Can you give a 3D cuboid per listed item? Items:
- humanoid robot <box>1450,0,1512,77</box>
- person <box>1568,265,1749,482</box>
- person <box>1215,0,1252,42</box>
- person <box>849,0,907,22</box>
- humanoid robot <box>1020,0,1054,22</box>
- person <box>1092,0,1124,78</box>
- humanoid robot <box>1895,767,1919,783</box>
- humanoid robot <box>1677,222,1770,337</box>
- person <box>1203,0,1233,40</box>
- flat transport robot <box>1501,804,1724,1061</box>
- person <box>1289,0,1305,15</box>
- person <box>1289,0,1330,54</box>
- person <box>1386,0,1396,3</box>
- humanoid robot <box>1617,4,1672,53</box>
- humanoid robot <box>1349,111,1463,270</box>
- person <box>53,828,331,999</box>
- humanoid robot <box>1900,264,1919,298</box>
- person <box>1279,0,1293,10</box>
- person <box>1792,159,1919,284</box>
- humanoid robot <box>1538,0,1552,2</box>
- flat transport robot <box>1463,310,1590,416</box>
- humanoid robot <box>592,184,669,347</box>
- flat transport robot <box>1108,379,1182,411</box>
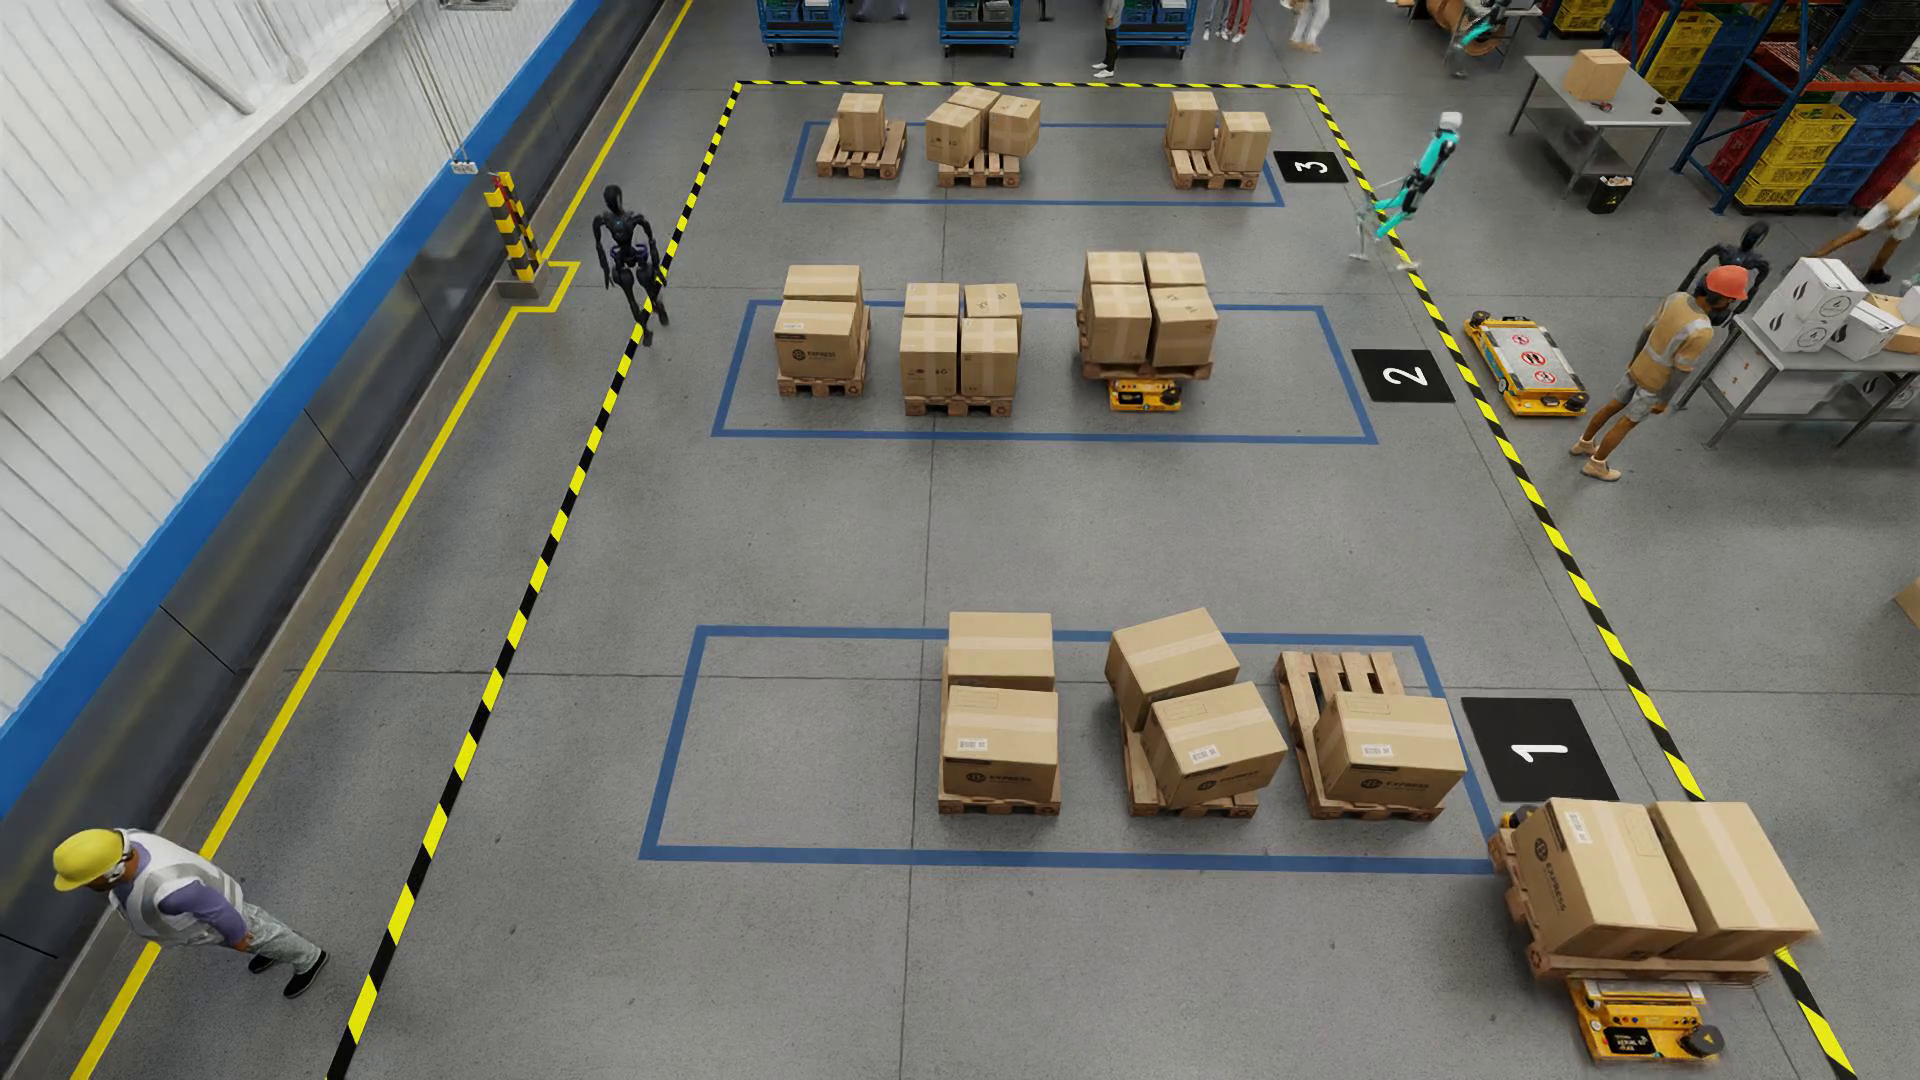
[{"bbox_3d":[7.385,-7.433,13.061,0.739,1.889,0.549,1,49,1],"label":"humanoid robot"},{"bbox_3d":[5.717,-1.352,7.532,0.370,2.040,0.615,4,49,3],"label":"person"},{"bbox_3d":[4.362,-8.673,13.948,0.380,1.919,0.596,-30,56,-24],"label":"person"},{"bbox_3d":[-1.316,-9.117,14.465,0.940,1.709,0.545,3,49,3],"label":"person"},{"bbox_3d":[1.152,-9.149,14.555,0.742,1.653,0.600,0,49,0],"label":"humanoid robot"},{"bbox_3d":[2.136,-7.597,13.065,0.396,1.848,0.587,3,49,3],"label":"person"},{"bbox_3d":[6.547,1.192,5.599,0.538,1.886,0.729,15,51,12],"label":"humanoid robot"},{"bbox_3d":[7.012,-2.214,8.560,0.601,1.632,0.819,36,58,27],"label":"humanoid robot"},{"bbox_3d":[4.092,-8.589,13.995,0.483,1.737,0.308,-1,49,-1],"label":"person"},{"bbox_3d":[3.880,2.307,5.518,0.652,0.197,1.431,1,49,1],"label":"flat transport robot"},{"bbox_3d":[5.767,-9.528,14.627,0.466,2.026,0.615,-5,49,-5],"label":"person"},{"bbox_3d":[5.431,-8.247,13.642,0.654,1.820,0.649,18,51,15],"label":"person"},{"bbox_3d":[7.478,-9.840,14.992,0.315,1.869,0.533,25,54,20],"label":"person"},{"bbox_3d":[10.141,-7.719,13.322,0.751,1.655,0.610,-8,50,-7],"label":"humanoid robot"},{"bbox_3d":[4.651,-3.667,9.730,0.983,1.732,0.537,11,50,10],"label":"humanoid robot"},{"bbox_3d":[-3.984,1.954,4.807,0.598,1.829,0.404,23,53,19],"label":"person"},{"bbox_3d":[9.863,-2.827,9.019,0.671,1.800,0.545,-1,49,-1],"label":"humanoid robot"},{"bbox_3d":[5.608,-9.701,14.871,0.505,1.872,0.329,-36,58,-27],"label":"person"},{"bbox_3d":[9.745,-3.503,9.522,1.043,1.859,0.553,2,49,2],"label":"person"},{"bbox_3d":[9.930,-9.701,14.999,0.448,1.651,0.600,0,49,0],"label":"humanoid robot"},{"bbox_3d":[5.573,-1.757,9.054,0.659,0.231,1.431,1,49,1],"label":"flat transport robot"},{"bbox_3d":[-3.189,-2.672,8.911,0.590,1.643,0.430,-7,49,-6],"label":"humanoid robot"},{"bbox_3d":[1.773,-1.821,9.091,0.652,0.197,1.431,1,49,1],"label":"flat transport robot"}]
